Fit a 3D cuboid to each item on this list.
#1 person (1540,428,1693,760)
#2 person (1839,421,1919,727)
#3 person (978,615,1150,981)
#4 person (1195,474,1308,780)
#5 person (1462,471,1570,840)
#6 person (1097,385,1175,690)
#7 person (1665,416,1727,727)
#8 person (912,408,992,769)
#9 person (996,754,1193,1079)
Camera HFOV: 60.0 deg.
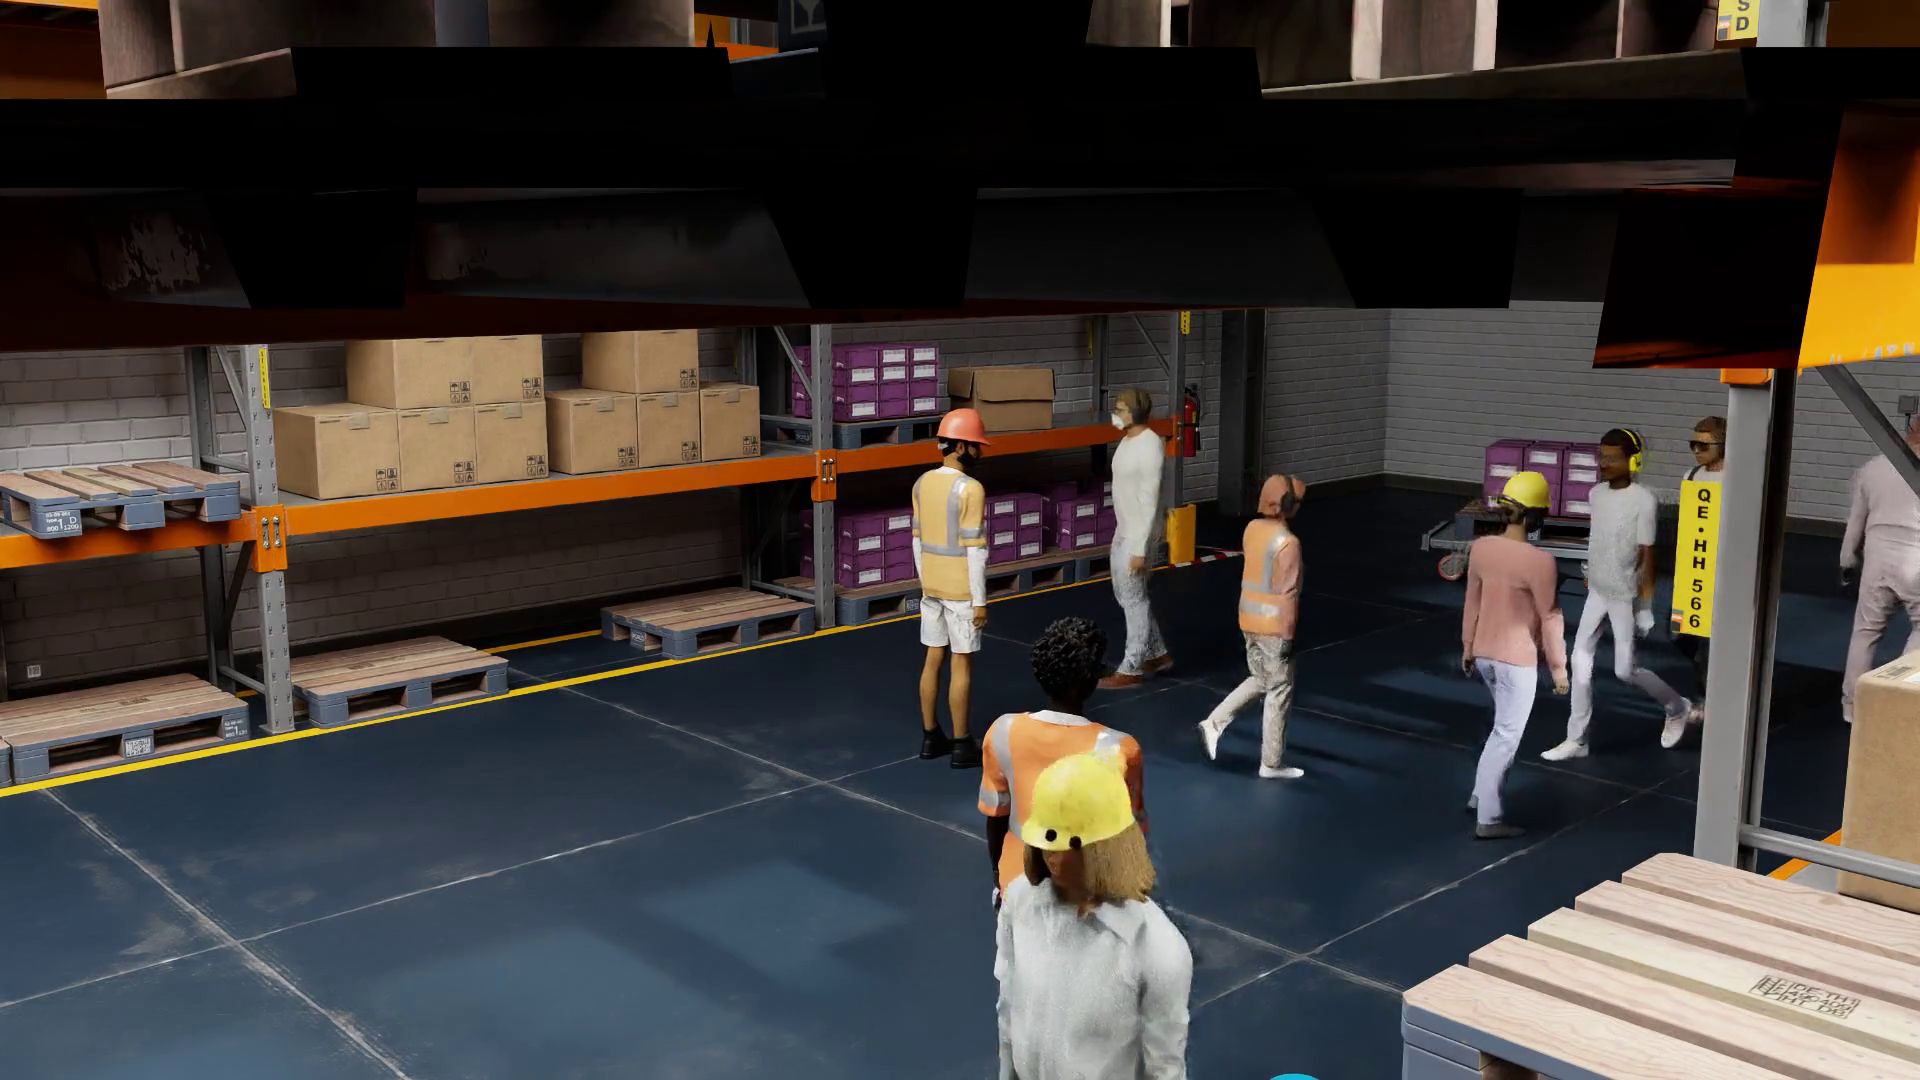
[{"bbox_3d":[3.615,0.299,9.010,0.815,1.839,0.533,-4,10,-20],"label":"person"},{"bbox_3d":[5.465,0.173,9.638,0.633,1.860,0.759,-6,11,-32],"label":"person"},{"bbox_3d":[0.315,1.061,4.935,0.541,1.696,0.315,6,11,30],"label":"person"},{"bbox_3d":[1.535,0.462,8.640,0.505,1.618,0.536,-3,10,-19],"label":"person"},{"bbox_3d":[2.594,0.550,7.759,0.430,1.748,0.538,-4,10,-22],"label":"person"},{"bbox_3d":[1.112,-0.012,10.550,0.457,1.943,0.638,-1,10,-8],"label":"person"},{"bbox_3d":[4.370,0.190,9.667,0.476,1.827,0.504,-5,11,-25],"label":"person"},{"bbox_3d":[-0.022,0.258,8.956,0.385,1.929,0.547,-8,12,-38],"label":"person"},{"bbox_3d":[0.301,1.271,3.584,0.491,1.724,0.469,9,13,43],"label":"person"}]
